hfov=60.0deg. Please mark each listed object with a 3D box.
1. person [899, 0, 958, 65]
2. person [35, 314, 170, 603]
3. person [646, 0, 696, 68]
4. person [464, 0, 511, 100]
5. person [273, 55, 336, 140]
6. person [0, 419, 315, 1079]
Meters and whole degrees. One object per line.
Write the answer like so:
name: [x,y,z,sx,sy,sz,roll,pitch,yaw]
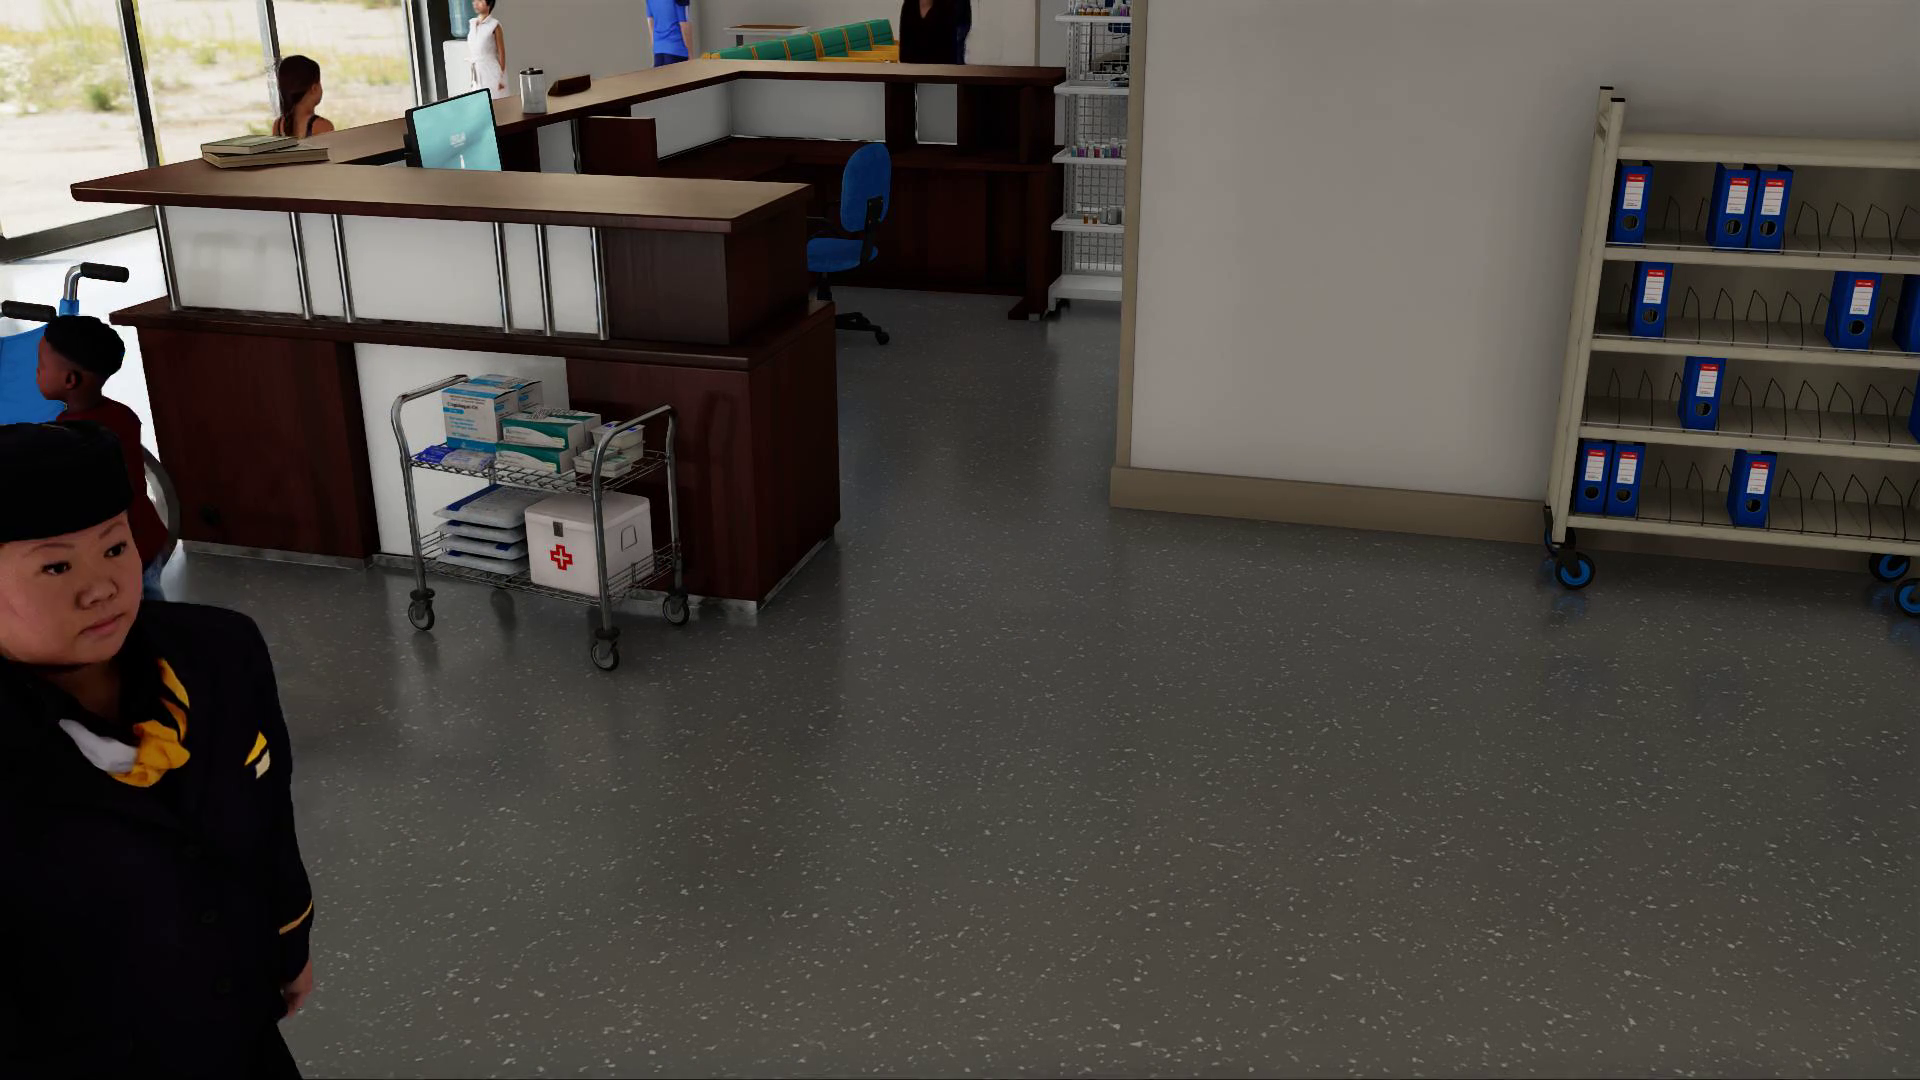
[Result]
person: [-0.253,-4.186,14.788,1.057,1.714,0.784,7,22,19]
person: [-2.129,0.025,4.332,0.745,1.245,0.618,-1,21,-3]
person: [-2.689,-4.542,15.549,0.650,1.842,0.807,15,25,34]
person: [-4.230,-4.158,14.942,0.537,1.554,0.670,12,24,28]
person: [-3.067,-1.460,7.855,0.981,1.527,0.686,8,22,21]
person: [-1.078,0.660,2.126,1.188,1.622,0.974,15,25,34]
